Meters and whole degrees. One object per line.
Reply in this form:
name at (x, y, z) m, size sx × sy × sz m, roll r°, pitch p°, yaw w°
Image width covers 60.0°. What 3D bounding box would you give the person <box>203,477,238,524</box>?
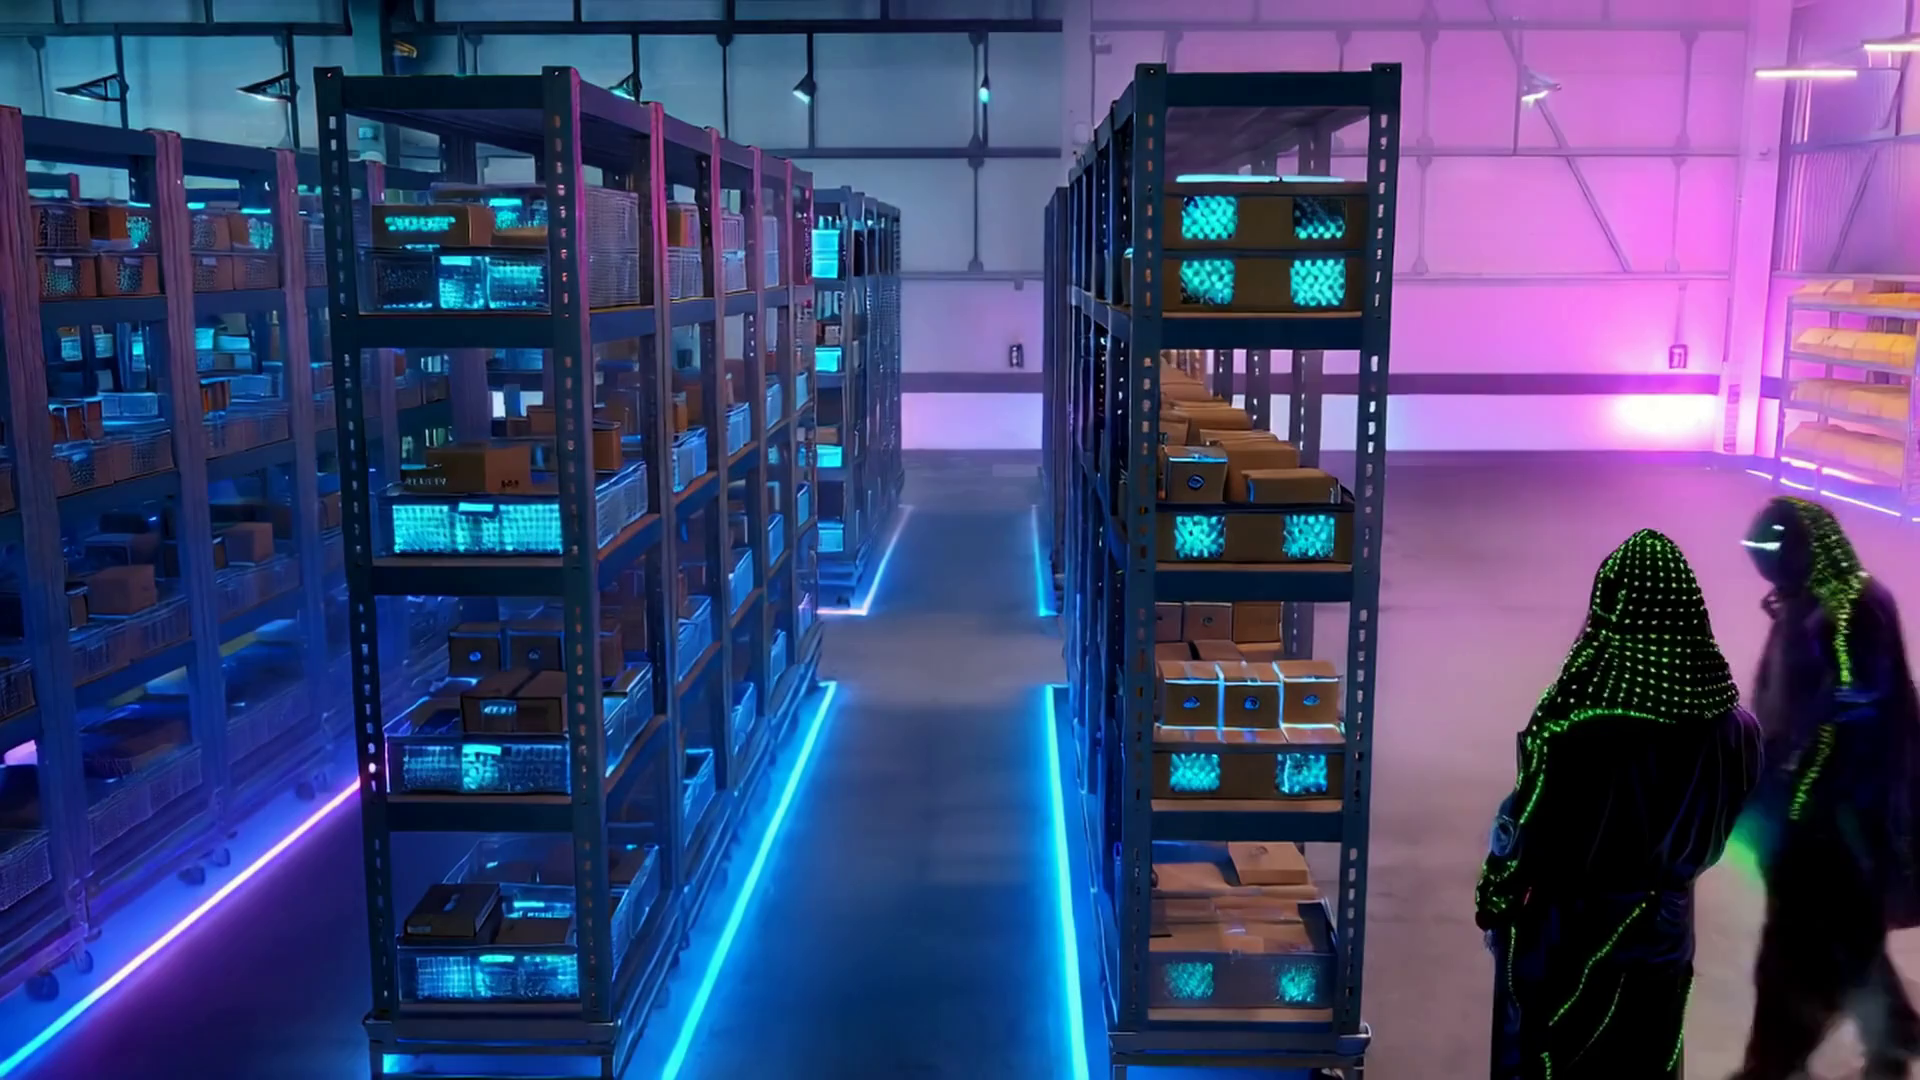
person at (-6.290, -0.208, 13.718) m, size 0.757 × 1.819 × 0.607 m, roll 1°, pitch 10°, yaw 3°
